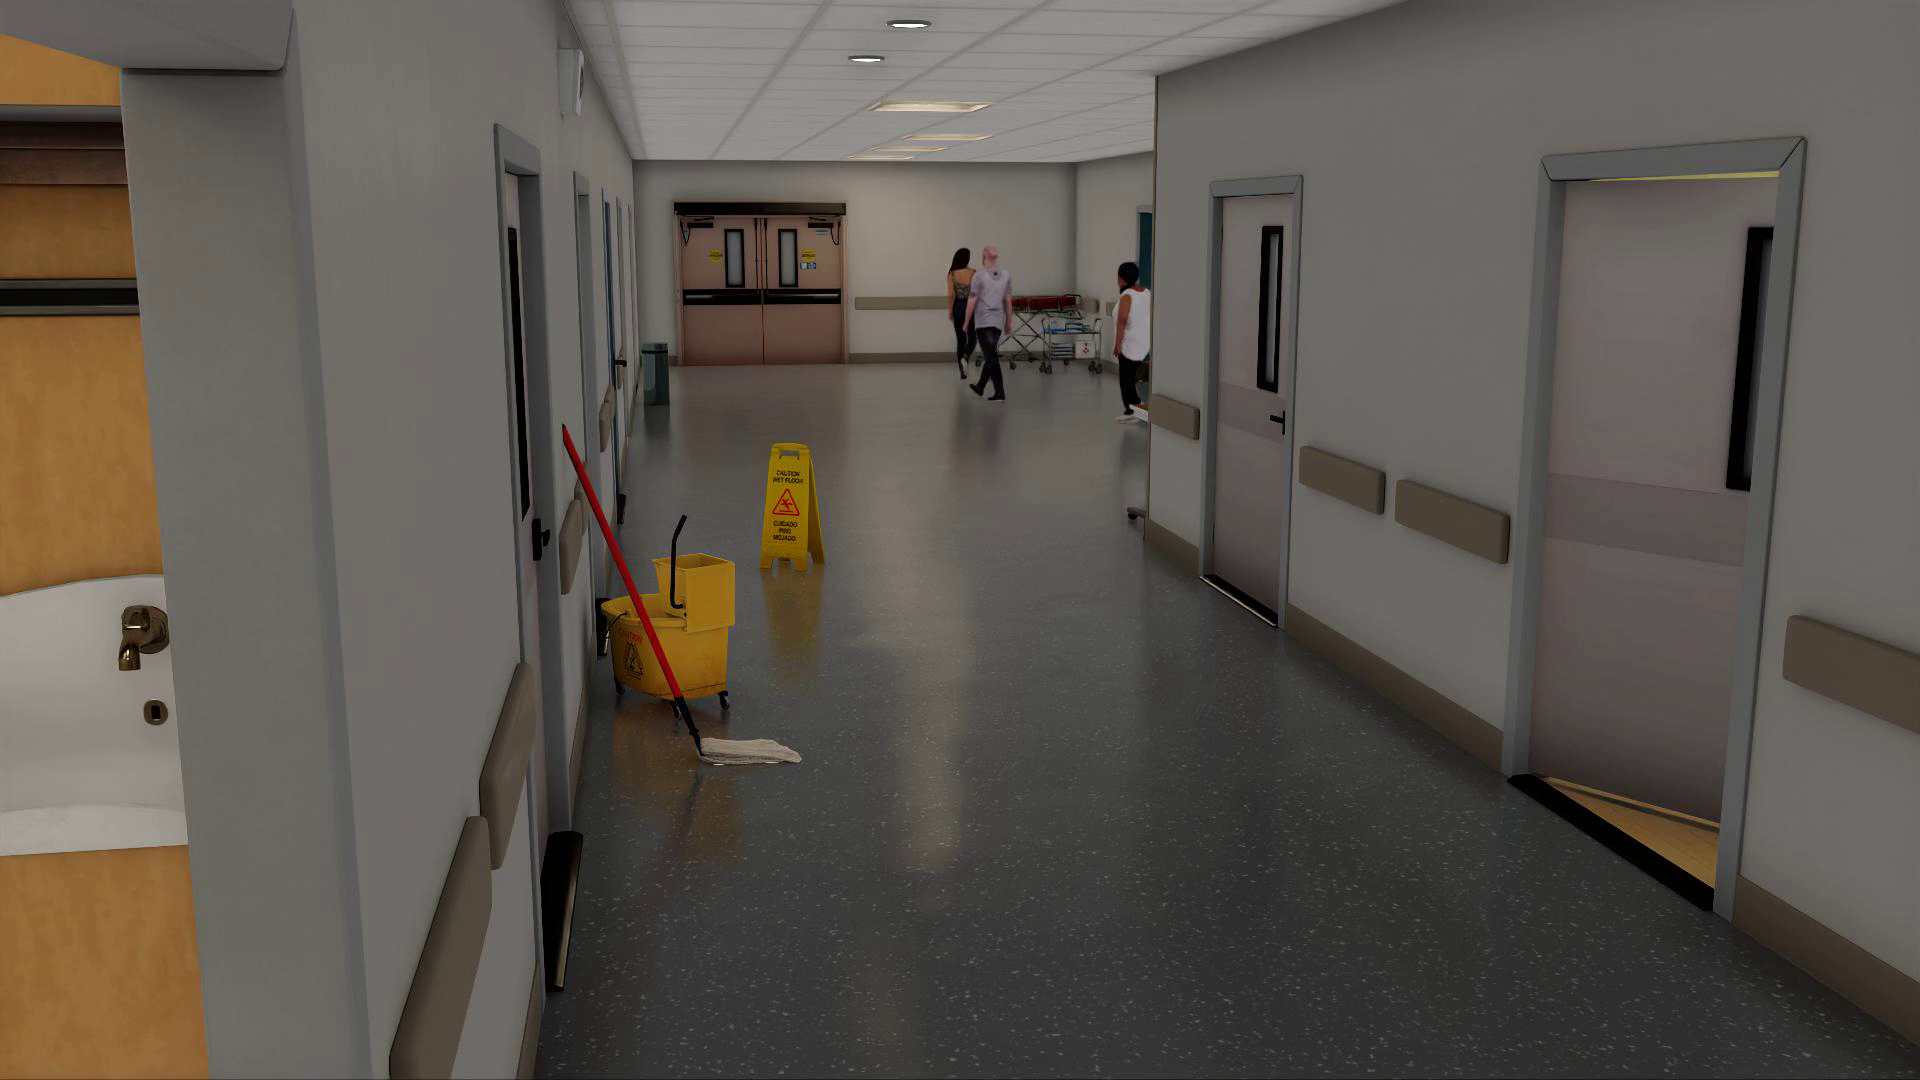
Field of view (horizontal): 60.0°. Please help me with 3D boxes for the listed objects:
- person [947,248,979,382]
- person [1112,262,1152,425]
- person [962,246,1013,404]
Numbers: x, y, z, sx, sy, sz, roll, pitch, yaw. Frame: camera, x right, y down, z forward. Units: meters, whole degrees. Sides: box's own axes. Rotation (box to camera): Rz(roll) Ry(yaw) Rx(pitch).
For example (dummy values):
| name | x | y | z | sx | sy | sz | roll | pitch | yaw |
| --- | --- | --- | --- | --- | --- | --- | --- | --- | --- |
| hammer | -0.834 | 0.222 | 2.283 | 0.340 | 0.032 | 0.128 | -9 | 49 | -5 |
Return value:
| name | x | y | z | sx | sy | sz | roll | pitch | yaw |
| --- | --- | --- | --- | --- | --- | --- | --- | --- | --- |
| person | 0.061 | -2.981 | 22.079 | 0.774 | 1.755 | 0.959 | 1 | 11 | 7 |
| person | 1.850 | -2.053 | 17.393 | 0.829 | 1.679 | 0.769 | 8 | 13 | 35 |
| person | 0.376 | -2.442 | 19.160 | 0.970 | 1.784 | 1.283 | -6 | 12 | -30 |
